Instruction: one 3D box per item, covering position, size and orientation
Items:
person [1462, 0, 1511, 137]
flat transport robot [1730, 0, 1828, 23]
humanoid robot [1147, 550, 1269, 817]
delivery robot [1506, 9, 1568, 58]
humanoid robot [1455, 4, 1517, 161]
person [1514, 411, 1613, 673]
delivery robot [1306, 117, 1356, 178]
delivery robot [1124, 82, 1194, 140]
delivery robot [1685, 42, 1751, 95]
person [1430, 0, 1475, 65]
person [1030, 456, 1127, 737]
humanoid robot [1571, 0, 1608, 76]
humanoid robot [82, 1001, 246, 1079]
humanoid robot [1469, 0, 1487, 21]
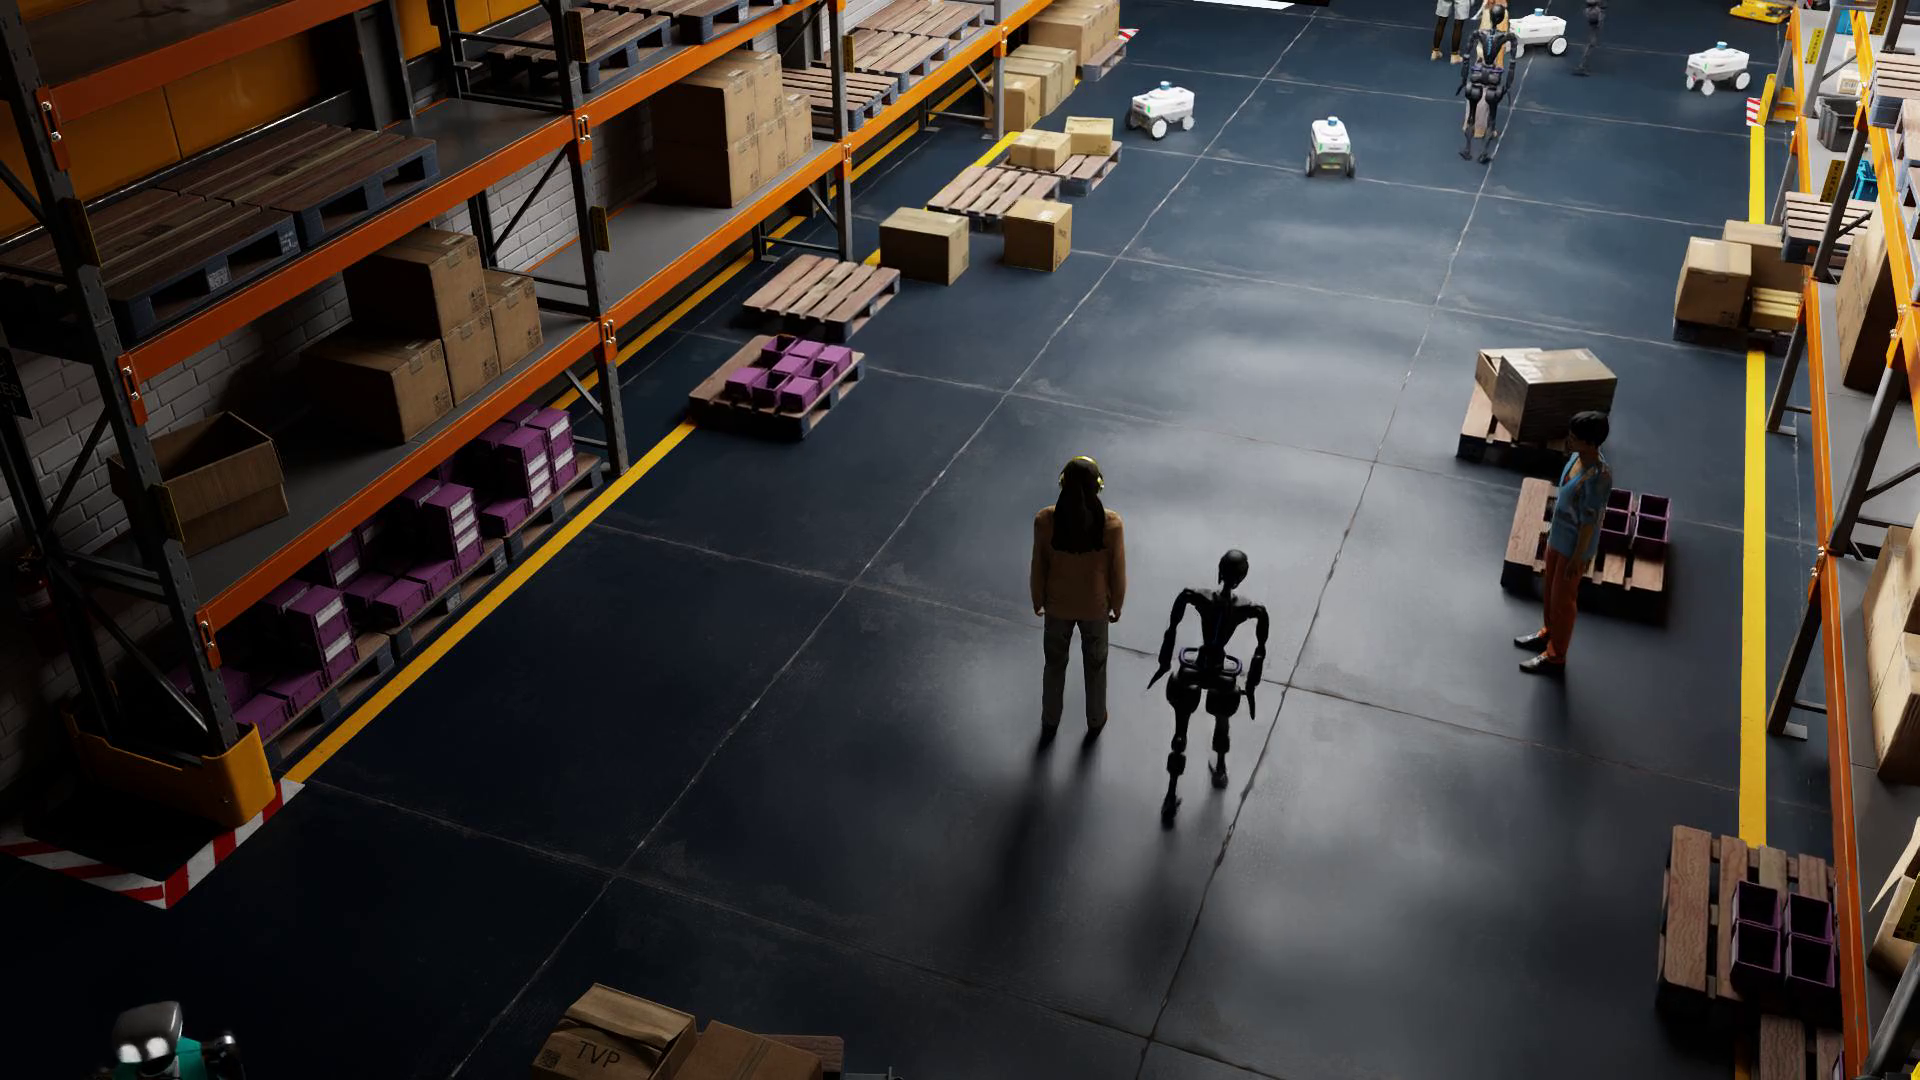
[{"bbox_3d":[5.934,-5.404,18.563,0.310,1.777,0.484,-7,33,-10],"label":"person"},{"bbox_3d":[11.378,-7.475,23.160,1.431,0.231,0.659,-27,41,-35],"label":"flat transport robot"},{"bbox_3d":[1.347,0.762,9.148,0.624,1.640,0.610,9,34,13],"label":"humanoid robot"},{"bbox_3d":[7.420,-6.546,21.447,0.774,0.581,0.499,-8,34,-12],"label":"delivery robot"},{"bbox_3d":[5.648,-4.913,17.905,0.601,1.645,0.357,15,36,22],"label":"humanoid robot"},{"bbox_3d":[3.725,0.009,10.208,0.344,1.758,0.501,1,33,2],"label":"person"},{"bbox_3d":[3.980,-4.226,17.885,0.499,0.614,0.808,2,33,3],"label":"delivery robot"},{"bbox_3d":[2.290,-4.896,18.909,0.791,0.598,0.499,-20,38,-27],"label":"delivery robot"},{"bbox_3d":[9.228,-5.742,20.230,0.782,0.611,0.509,-13,35,-19],"label":"delivery robot"},{"bbox_3d":[6.232,-6.845,20.877,0.535,1.691,0.319,25,40,33],"label":"person"},{"bbox_3d":[0.676,0.356,9.564,0.550,1.877,0.414,3,33,4],"label":"person"},{"bbox_3d":[7.823,-6.599,20.514,0.393,1.639,0.587,1,33,2],"label":"humanoid robot"},{"bbox_3d":[-3.015,2.339,6.595,0.531,1.720,0.974,-13,35,-20],"label":"humanoid robot"},{"bbox_3d":[7.287,-7.966,22.634,0.841,1.857,0.557,-21,39,-30],"label":"humanoid robot"}]
